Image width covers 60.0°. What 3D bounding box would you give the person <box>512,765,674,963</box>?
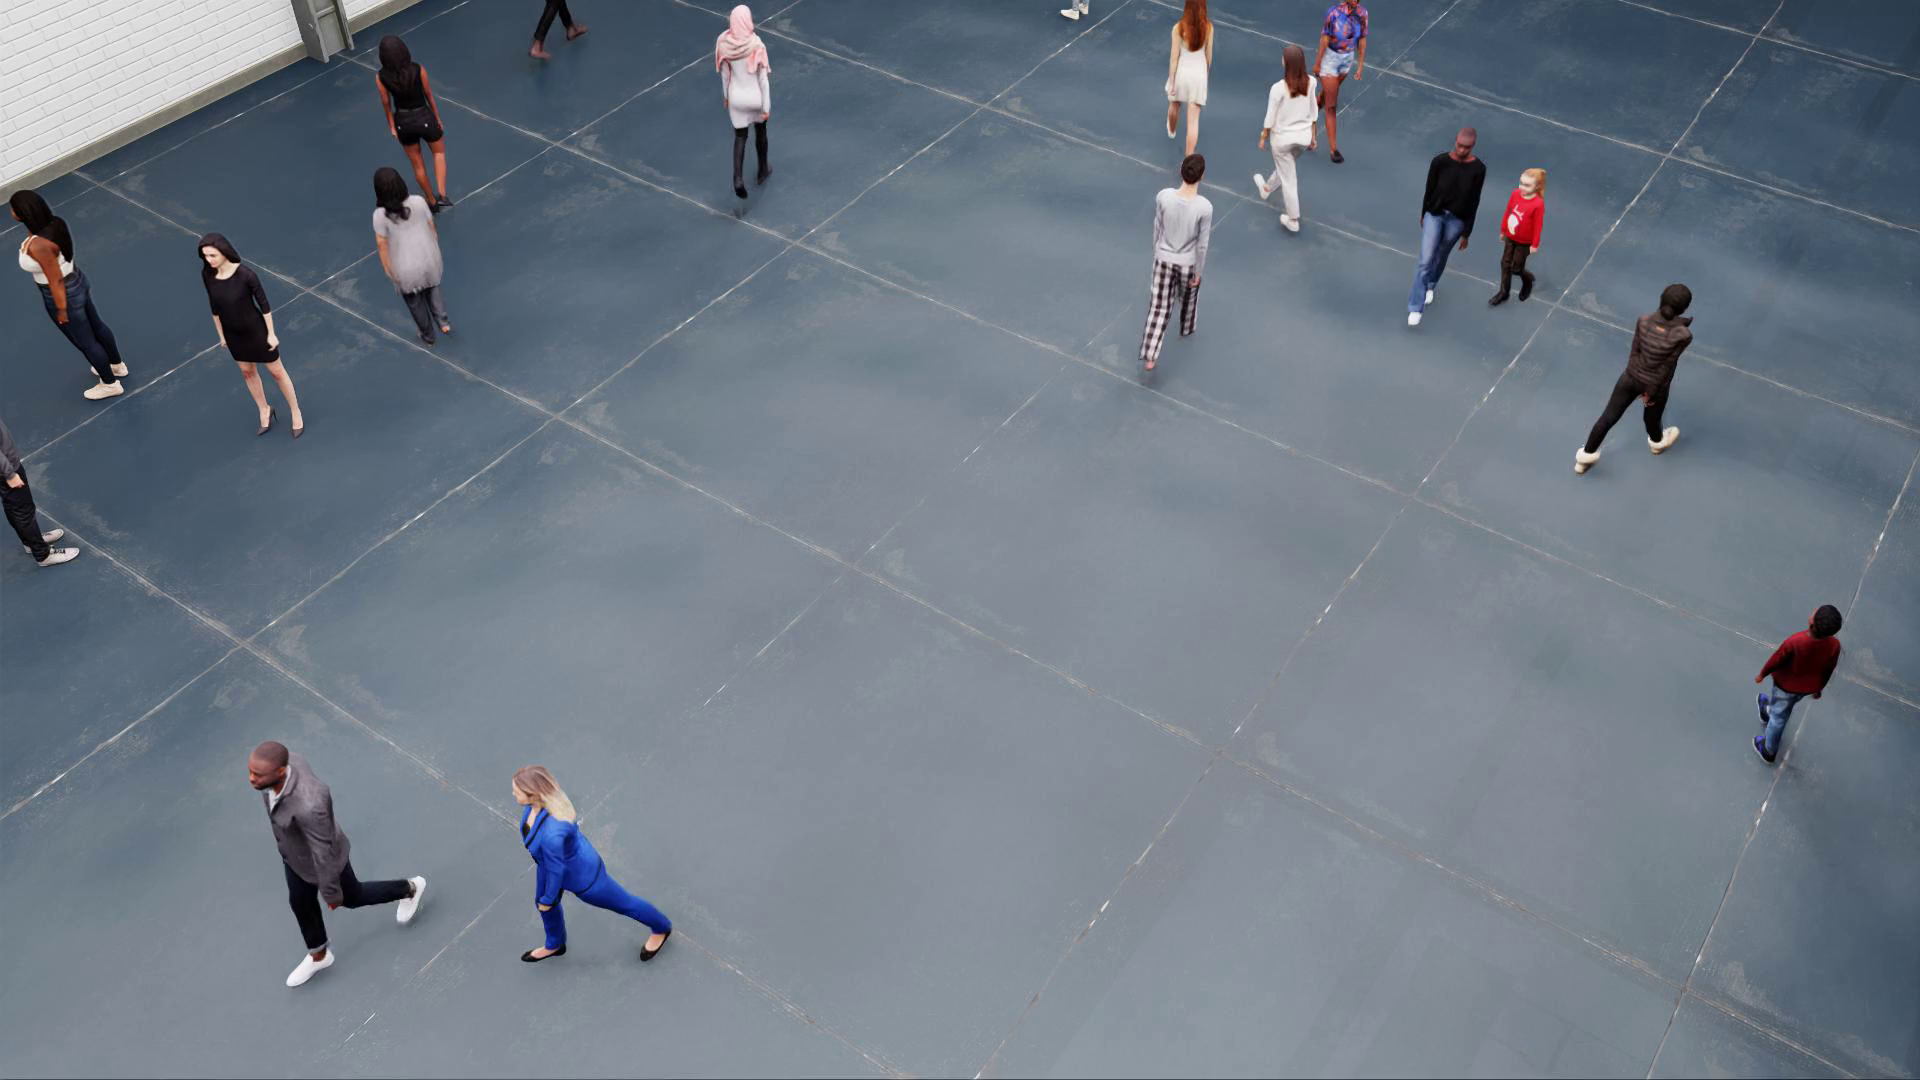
[{"bbox_3d":[-2.023,1.787,9.095,1.164,1.639,0.943,-24,49,-24],"label":"person"}]

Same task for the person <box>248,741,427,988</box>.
[{"bbox_3d":[-3.431,1.679,9.102,0.828,1.787,1.172,31,52,29],"label":"person"}]

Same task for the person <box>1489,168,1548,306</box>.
[{"bbox_3d":[4.720,-2.546,13.909,0.709,1.273,0.614,-31,52,-28],"label":"person"}]

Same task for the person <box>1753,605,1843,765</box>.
[{"bbox_3d":[5.197,0.922,10.294,0.753,1.237,0.850,-1,44,-1],"label":"person"}]

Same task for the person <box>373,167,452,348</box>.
[{"bbox_3d":[-4.364,-2.231,13.339,0.679,1.602,0.787,-28,50,-26],"label":"person"}]

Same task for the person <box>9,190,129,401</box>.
[{"bbox_3d":[-6.882,-1.907,12.850,0.809,1.809,0.747,-6,44,-7],"label":"person"}]

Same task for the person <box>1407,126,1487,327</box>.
[{"bbox_3d":[4.029,-2.684,13.732,0.800,1.716,1.070,11,45,12],"label":"person"}]

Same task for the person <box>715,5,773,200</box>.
[{"bbox_3d":[-1.945,-3.905,14.968,0.929,1.780,1.148,6,44,6],"label":"person"}]

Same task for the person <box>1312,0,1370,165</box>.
[{"bbox_3d":[3.511,-4.486,15.645,1.164,1.687,1.159,-10,44,-10],"label":"person"}]

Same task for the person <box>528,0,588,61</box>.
[{"bbox_3d":[-4.245,-5.760,16.903,0.726,1.796,1.166,25,49,24],"label":"person"}]

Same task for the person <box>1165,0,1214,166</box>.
[{"bbox_3d":[2.135,-4.202,15.368,1.027,1.657,1.227,0,44,0],"label":"person"}]

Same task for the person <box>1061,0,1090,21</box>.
[{"bbox_3d":[1.288,-6.217,17.738,0.515,1.307,0.624,-34,53,-30],"label":"person"}]

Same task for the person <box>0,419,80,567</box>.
[{"bbox_3d":[-6.629,-0.544,11.454,0.617,1.760,0.665,-32,52,-29],"label":"person"}]

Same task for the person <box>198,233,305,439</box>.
[{"bbox_3d":[-5.314,-1.524,12.451,0.663,1.804,0.641,5,44,6],"label":"person"}]

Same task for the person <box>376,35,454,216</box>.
[{"bbox_3d":[-4.797,-3.608,14.691,0.772,1.731,0.835,-11,45,-11],"label":"person"}]

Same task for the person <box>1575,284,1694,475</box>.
[{"bbox_3d":[5.108,-1.217,12.258,1.154,1.625,0.746,26,49,25],"label":"person"}]

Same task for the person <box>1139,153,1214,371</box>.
[{"bbox_3d":[1.678,-2.149,13.103,0.834,1.809,1.216,14,45,14],"label":"person"}]

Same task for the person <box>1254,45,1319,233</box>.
[{"bbox_3d":[2.951,-3.486,14.625,1.070,1.646,1.007,-16,46,-16],"label":"person"}]
